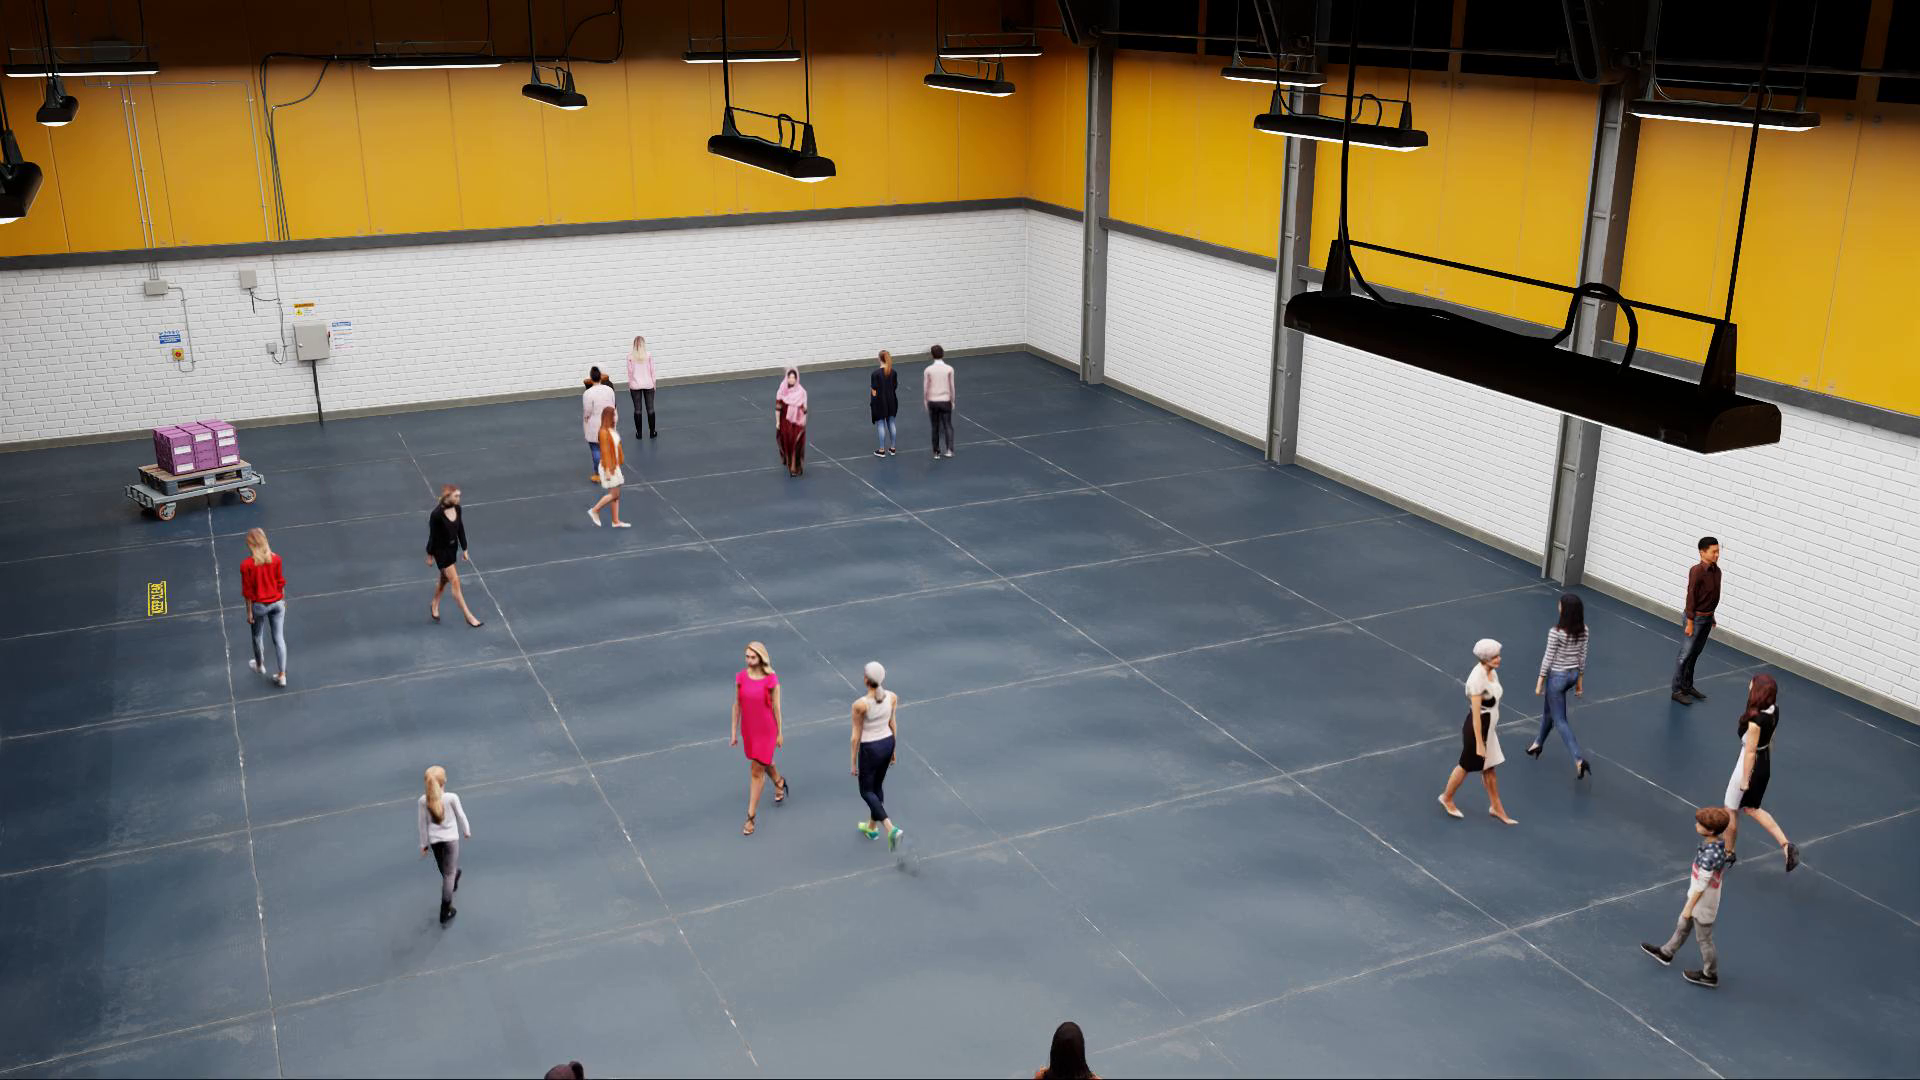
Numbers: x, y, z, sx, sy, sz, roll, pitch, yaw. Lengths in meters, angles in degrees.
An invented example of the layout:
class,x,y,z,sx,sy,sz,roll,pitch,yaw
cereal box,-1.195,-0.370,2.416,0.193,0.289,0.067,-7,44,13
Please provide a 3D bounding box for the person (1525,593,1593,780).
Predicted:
class,x,y,z,sx,sy,sz,roll,pitch,yaw
person,5.631,1.390,15.436,0.632,1.757,1.117,-7,20,-21

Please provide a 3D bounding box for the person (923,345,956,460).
class,x,y,z,sx,sy,sz,roll,pitch,yaw
person,-0.353,-2.124,25.800,0.712,1.802,0.716,-1,19,-1

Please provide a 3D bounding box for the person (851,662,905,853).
class,x,y,z,sx,sy,sz,roll,pitch,yaw
person,-0.674,1.868,14.133,0.708,1.683,1.033,-12,22,-32

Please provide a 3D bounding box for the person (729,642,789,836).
class,x,y,z,sx,sy,sz,roll,pitch,yaw
person,-1.732,1.677,14.703,1.037,1.681,1.077,7,20,21

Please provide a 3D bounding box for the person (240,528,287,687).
class,x,y,z,sx,sy,sz,roll,pitch,yaw
person,-7.264,0.734,17.506,0.828,1.679,1.010,-17,25,-41

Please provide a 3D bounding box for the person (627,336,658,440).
class,x,y,z,sx,sy,sz,roll,pitch,yaw
person,-5.180,-2.494,27.079,0.656,1.687,0.628,-3,19,-9

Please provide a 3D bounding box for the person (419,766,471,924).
class,x,y,z,sx,sy,sz,roll,pitch,yaw
person,-4.104,2.422,13.171,0.771,1.247,0.963,1,19,4

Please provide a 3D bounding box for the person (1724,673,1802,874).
class,x,y,z,sx,sy,sz,roll,pitch,yaw
person,6.590,1.973,13.671,0.761,1.779,1.034,-16,24,-39

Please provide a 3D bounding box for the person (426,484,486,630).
class,x,y,z,sx,sy,sz,roll,pitch,yaw
person,-5.952,0.185,19.086,1.211,1.711,1.041,12,22,32

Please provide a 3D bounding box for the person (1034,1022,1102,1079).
class,x,y,z,sx,sy,sz,roll,pitch,yaw
person,0.593,3.514,9.276,0.852,1.663,0.959,3,19,9

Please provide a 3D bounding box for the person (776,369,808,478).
class,x,y,z,sx,sy,sz,roll,pitch,yaw
person,-2.553,-1.785,25.115,0.927,1.597,1.163,0,19,0

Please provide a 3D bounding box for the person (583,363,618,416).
class,x,y,z,sx,sy,sz,roll,pitch,yaw
person,-5.480,-1.906,25.419,0.644,1.632,0.629,-7,20,-19

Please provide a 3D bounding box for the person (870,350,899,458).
class,x,y,z,sx,sy,sz,roll,pitch,yaw
person,-1.174,-2.147,26.044,0.632,1.690,0.561,-10,21,-27

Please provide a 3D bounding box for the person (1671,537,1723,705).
class,x,y,z,sx,sy,sz,roll,pitch,yaw
person,7.592,0.806,17.130,0.684,1.782,0.585,-13,22,-33

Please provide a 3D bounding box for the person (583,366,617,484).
class,x,y,z,sx,sy,sz,roll,pitch,yaw
person,-5.345,-1.730,24.717,0.751,1.746,0.711,-15,24,-37

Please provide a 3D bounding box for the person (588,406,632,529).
class,x,y,z,sx,sy,sz,roll,pitch,yaw
person,-4.815,-0.968,22.505,0.880,1.713,0.854,2,19,5

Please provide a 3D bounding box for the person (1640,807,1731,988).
class,x,y,z,sx,sy,sz,roll,pitch,yaw
person,5.544,2.637,12.258,0.897,1.421,0.790,11,21,29

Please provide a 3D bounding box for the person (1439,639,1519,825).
class,x,y,z,sx,sy,sz,roll,pitch,yaw
person,4.479,1.684,14.617,1.057,1.722,0.924,12,22,32
